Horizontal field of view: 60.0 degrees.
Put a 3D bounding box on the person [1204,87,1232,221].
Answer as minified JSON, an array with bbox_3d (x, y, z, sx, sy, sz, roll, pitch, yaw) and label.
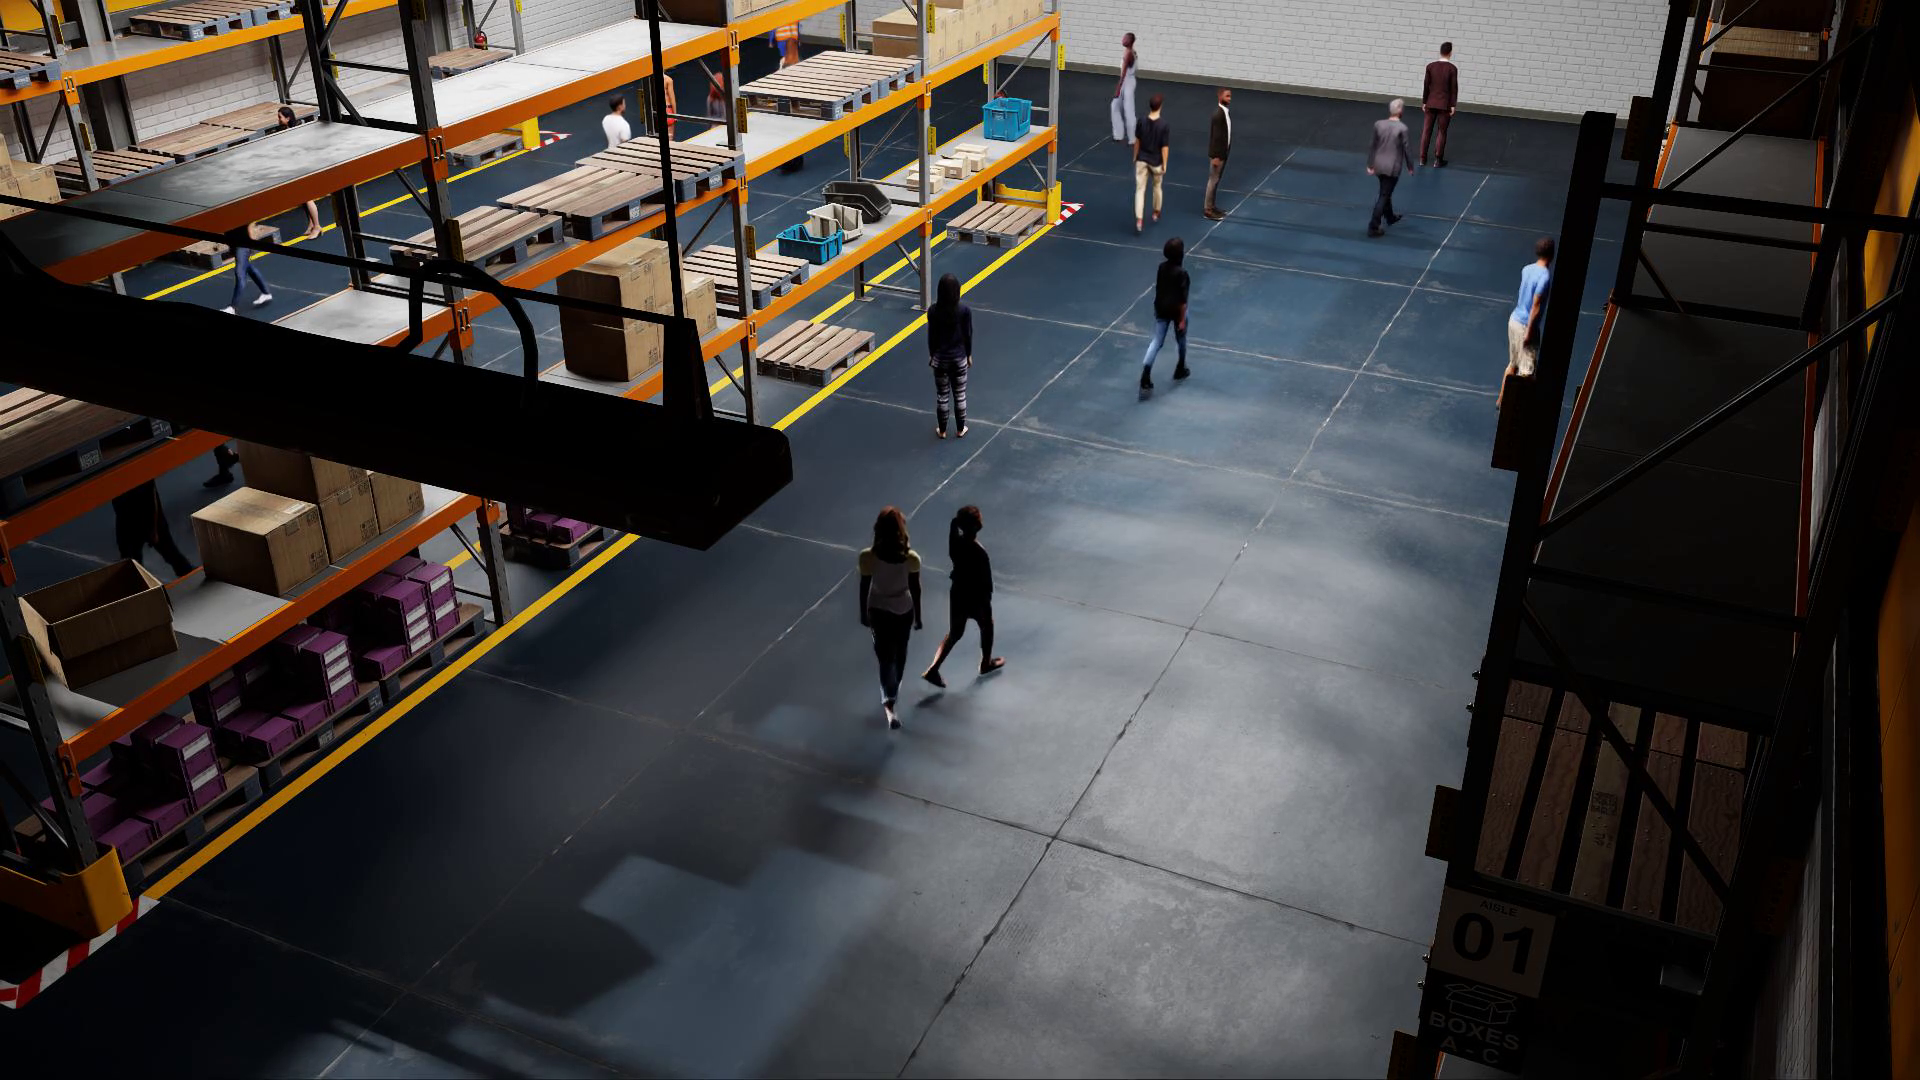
[{"bbox_3d":[3.575,-5.364,23.027,0.717,1.800,0.503,11,30,19],"label":"person"}]

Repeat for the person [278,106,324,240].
[{"bbox_3d":[-8.835,-4.904,22.216,0.801,1.769,0.776,-18,33,-30],"label":"person"}]

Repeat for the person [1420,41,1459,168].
[{"bbox_3d":[7.279,-6.623,25.267,0.705,1.865,0.636,17,33,28],"label":"person"}]

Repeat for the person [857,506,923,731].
[{"bbox_3d":[-0.512,0.602,12.205,0.970,1.689,1.224,-1,29,-2],"label":"person"}]

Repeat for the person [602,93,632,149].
[{"bbox_3d":[-4.644,-5.060,22.433,0.804,1.835,1.194,19,34,31],"label":"person"}]

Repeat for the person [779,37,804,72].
[{"bbox_3d":[-2.663,-6.982,26.133,0.618,1.665,1.056,13,31,23],"label":"person"}]

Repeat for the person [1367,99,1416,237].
[{"bbox_3d":[5.691,-4.959,22.274,1.185,1.810,1.010,-20,34,-32],"label":"person"}]

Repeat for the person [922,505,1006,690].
[{"bbox_3d":[0.009,0.447,12.658,1.080,1.528,0.810,-23,36,-36],"label":"person"}]

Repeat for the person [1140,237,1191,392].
[{"bbox_3d":[2.182,-2.359,17.663,0.727,1.661,1.162,19,34,31],"label":"person"}]

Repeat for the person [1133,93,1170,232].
[{"bbox_3d":[2.528,-5.054,22.439,0.823,1.818,1.162,6,29,10],"label":"person"}]

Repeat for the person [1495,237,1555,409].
[{"bbox_3d":[5.807,-2.183,17.168,0.979,1.826,0.855,4,29,6],"label":"person"}]

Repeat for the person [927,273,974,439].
[{"bbox_3d":[-0.101,-1.845,16.644,0.678,1.734,0.667,-1,29,-1],"label":"person"}]

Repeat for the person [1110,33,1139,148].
[{"bbox_3d":[2.737,-7.062,26.176,0.766,1.765,0.736,3,29,6],"label":"person"}]

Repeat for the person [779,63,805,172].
[{"bbox_3d":[-2.561,-6.345,25.021,0.706,1.611,0.802,5,29,10],"label":"person"}]

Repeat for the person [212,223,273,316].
[{"bbox_3d":[-8.521,-3.535,19.814,0.621,1.666,1.097,15,32,25],"label":"person"}]
